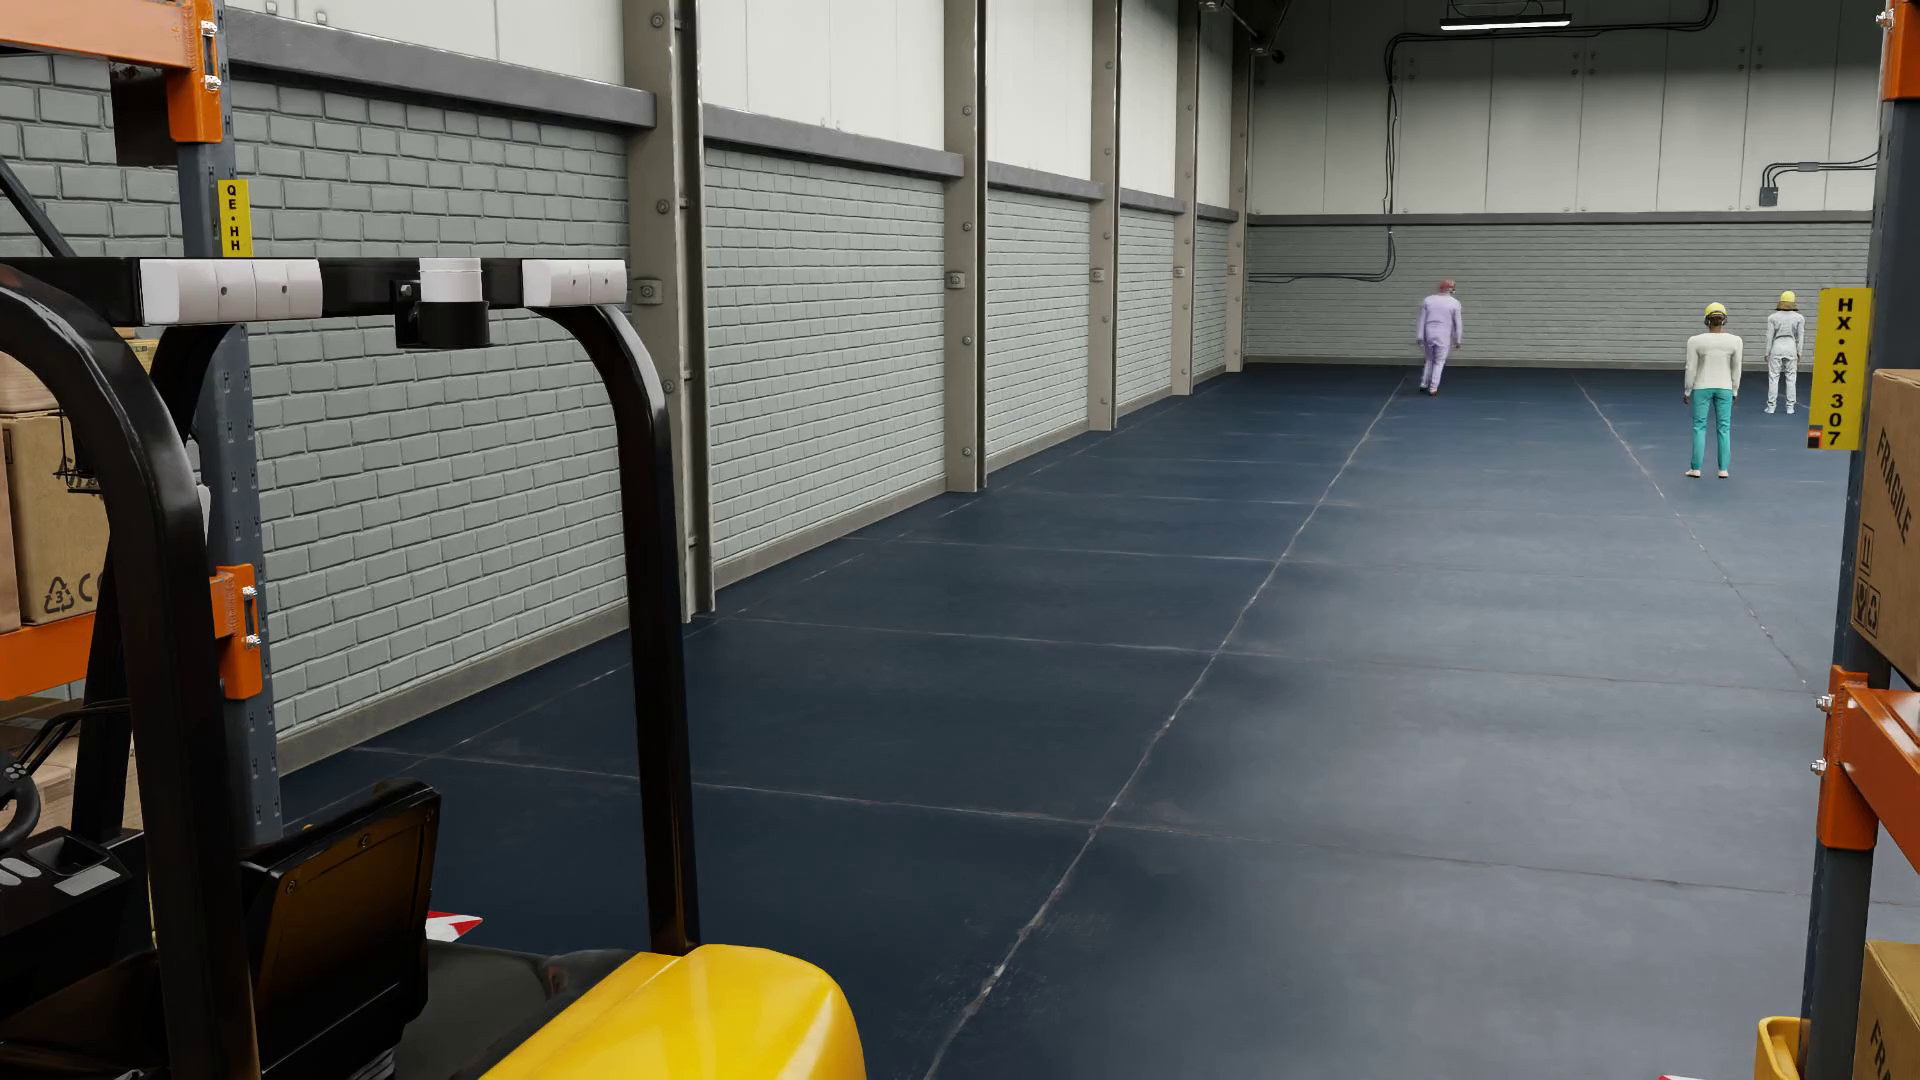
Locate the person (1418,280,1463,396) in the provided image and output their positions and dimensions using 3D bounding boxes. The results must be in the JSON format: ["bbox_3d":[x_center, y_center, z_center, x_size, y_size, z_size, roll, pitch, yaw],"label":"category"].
[{"bbox_3d":[7.769,-3.263,26.909,0.657,1.865,0.533,7,12,37],"label":"person"}]

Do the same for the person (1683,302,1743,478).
[{"bbox_3d":[7.530,-1.493,16.674,0.526,1.760,0.340,2,10,14],"label":"person"}]

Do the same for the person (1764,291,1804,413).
[{"bbox_3d":[11.769,-2.679,23.778,0.492,1.742,0.316,3,10,17],"label":"person"}]
